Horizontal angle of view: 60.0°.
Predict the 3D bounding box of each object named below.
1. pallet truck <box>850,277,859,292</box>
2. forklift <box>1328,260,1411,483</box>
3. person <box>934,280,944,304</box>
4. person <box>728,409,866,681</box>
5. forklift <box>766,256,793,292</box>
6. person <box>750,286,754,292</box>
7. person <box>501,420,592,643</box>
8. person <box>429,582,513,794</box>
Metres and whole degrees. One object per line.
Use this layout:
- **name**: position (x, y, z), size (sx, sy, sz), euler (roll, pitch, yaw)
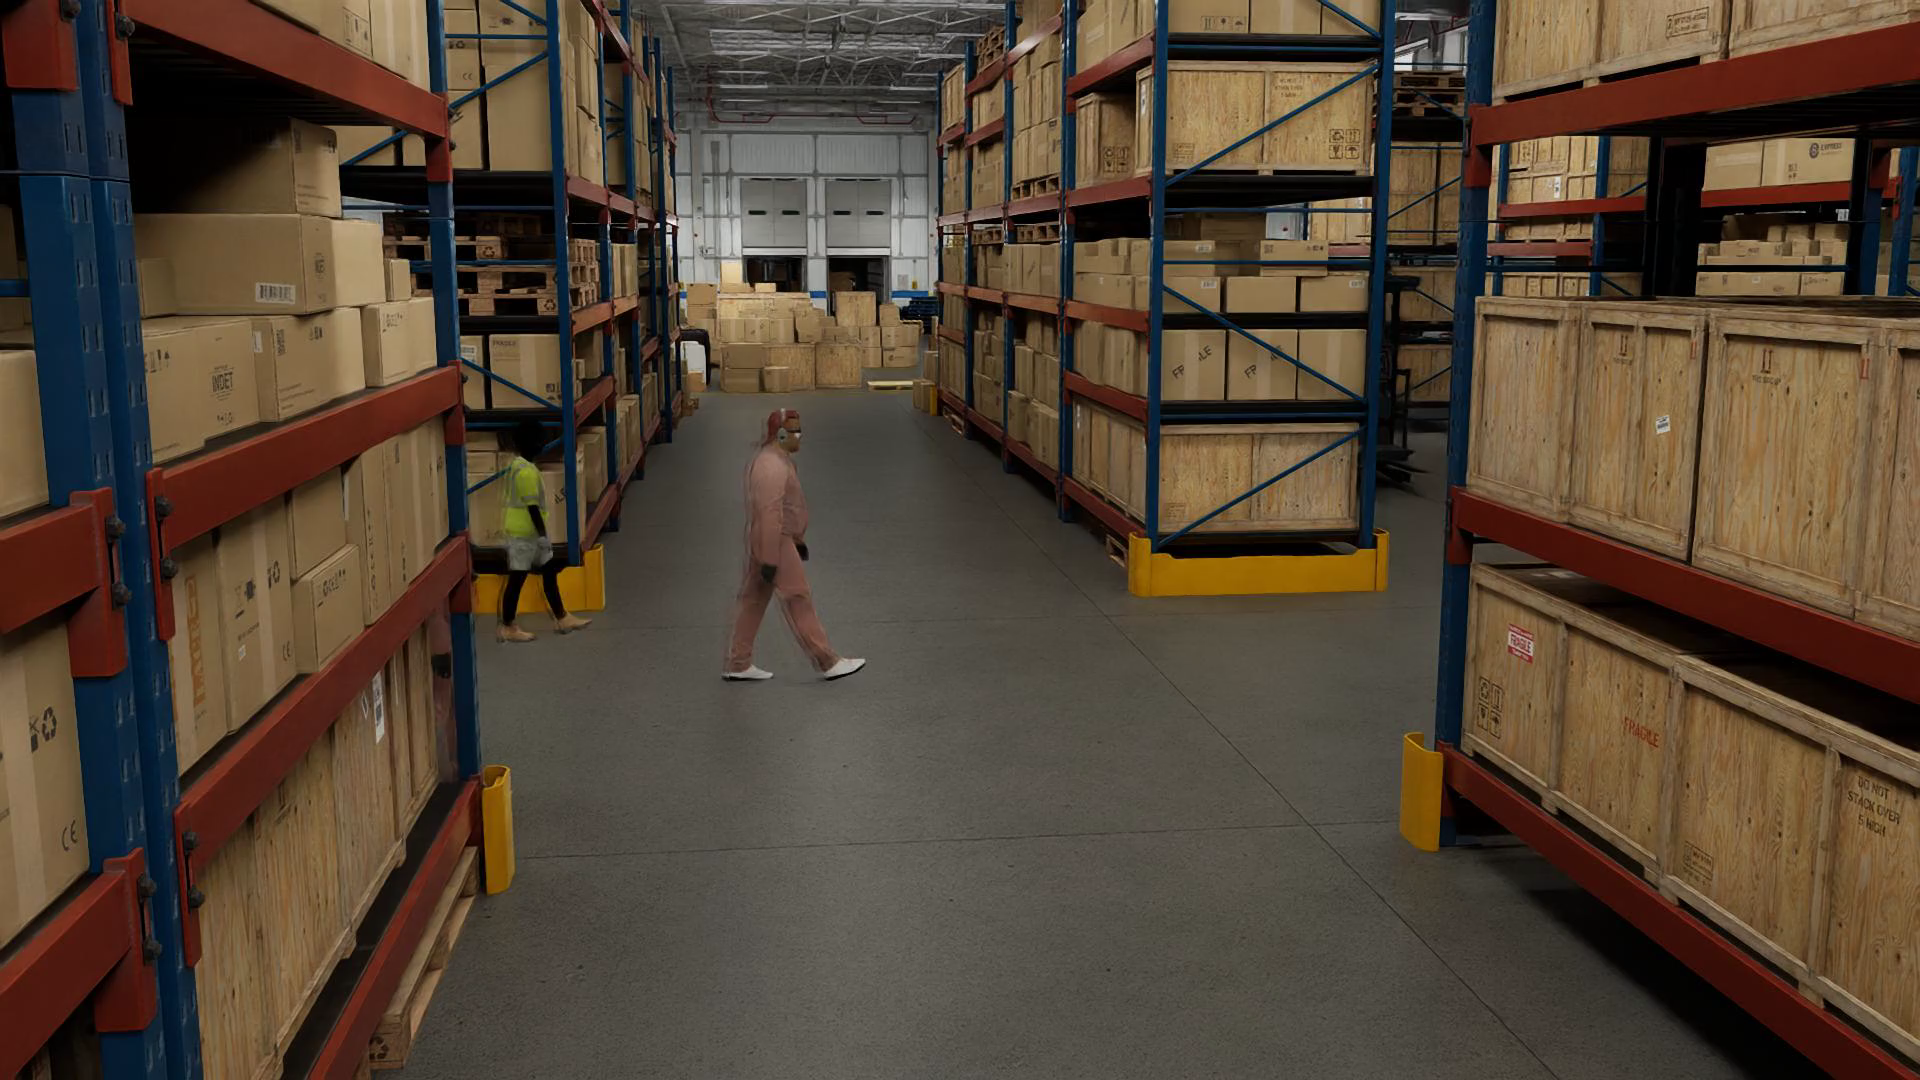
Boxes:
- **pallet truck**: position (-3.782, -9.391, 65.808), size (1.885, 1.965, 0.823), euler (2, 10, 10)
- **forklift**: position (4.983, -2.219, 21.485), size (1.129, 2.768, 1.873), euler (-1, 10, -7)
- **person**: position (-0.855, -8.929, 63.326), size (0.453, 1.923, 0.626), euler (-4, 10, -21)
- **person**: position (-1.139, 0.047, 11.239), size (0.963, 1.857, 0.664), euler (-2, 10, -13)
- **forklift**: position (-6.555, -8.937, 60.594), size (1.129, 2.768, 1.873), euler (-6, 12, -33)
- **person**: position (-6.792, -7.181, 53.284), size (1.009, 1.892, 0.561), euler (-2, 10, -11)
- **person**: position (-3.106, -0.061, 12.427), size (0.771, 1.663, 0.555), euler (-2, 10, -14)
- **person**: position (-2.801, 0.491, 8.620), size (0.763, 1.880, 0.651), euler (-1, 10, -7)
